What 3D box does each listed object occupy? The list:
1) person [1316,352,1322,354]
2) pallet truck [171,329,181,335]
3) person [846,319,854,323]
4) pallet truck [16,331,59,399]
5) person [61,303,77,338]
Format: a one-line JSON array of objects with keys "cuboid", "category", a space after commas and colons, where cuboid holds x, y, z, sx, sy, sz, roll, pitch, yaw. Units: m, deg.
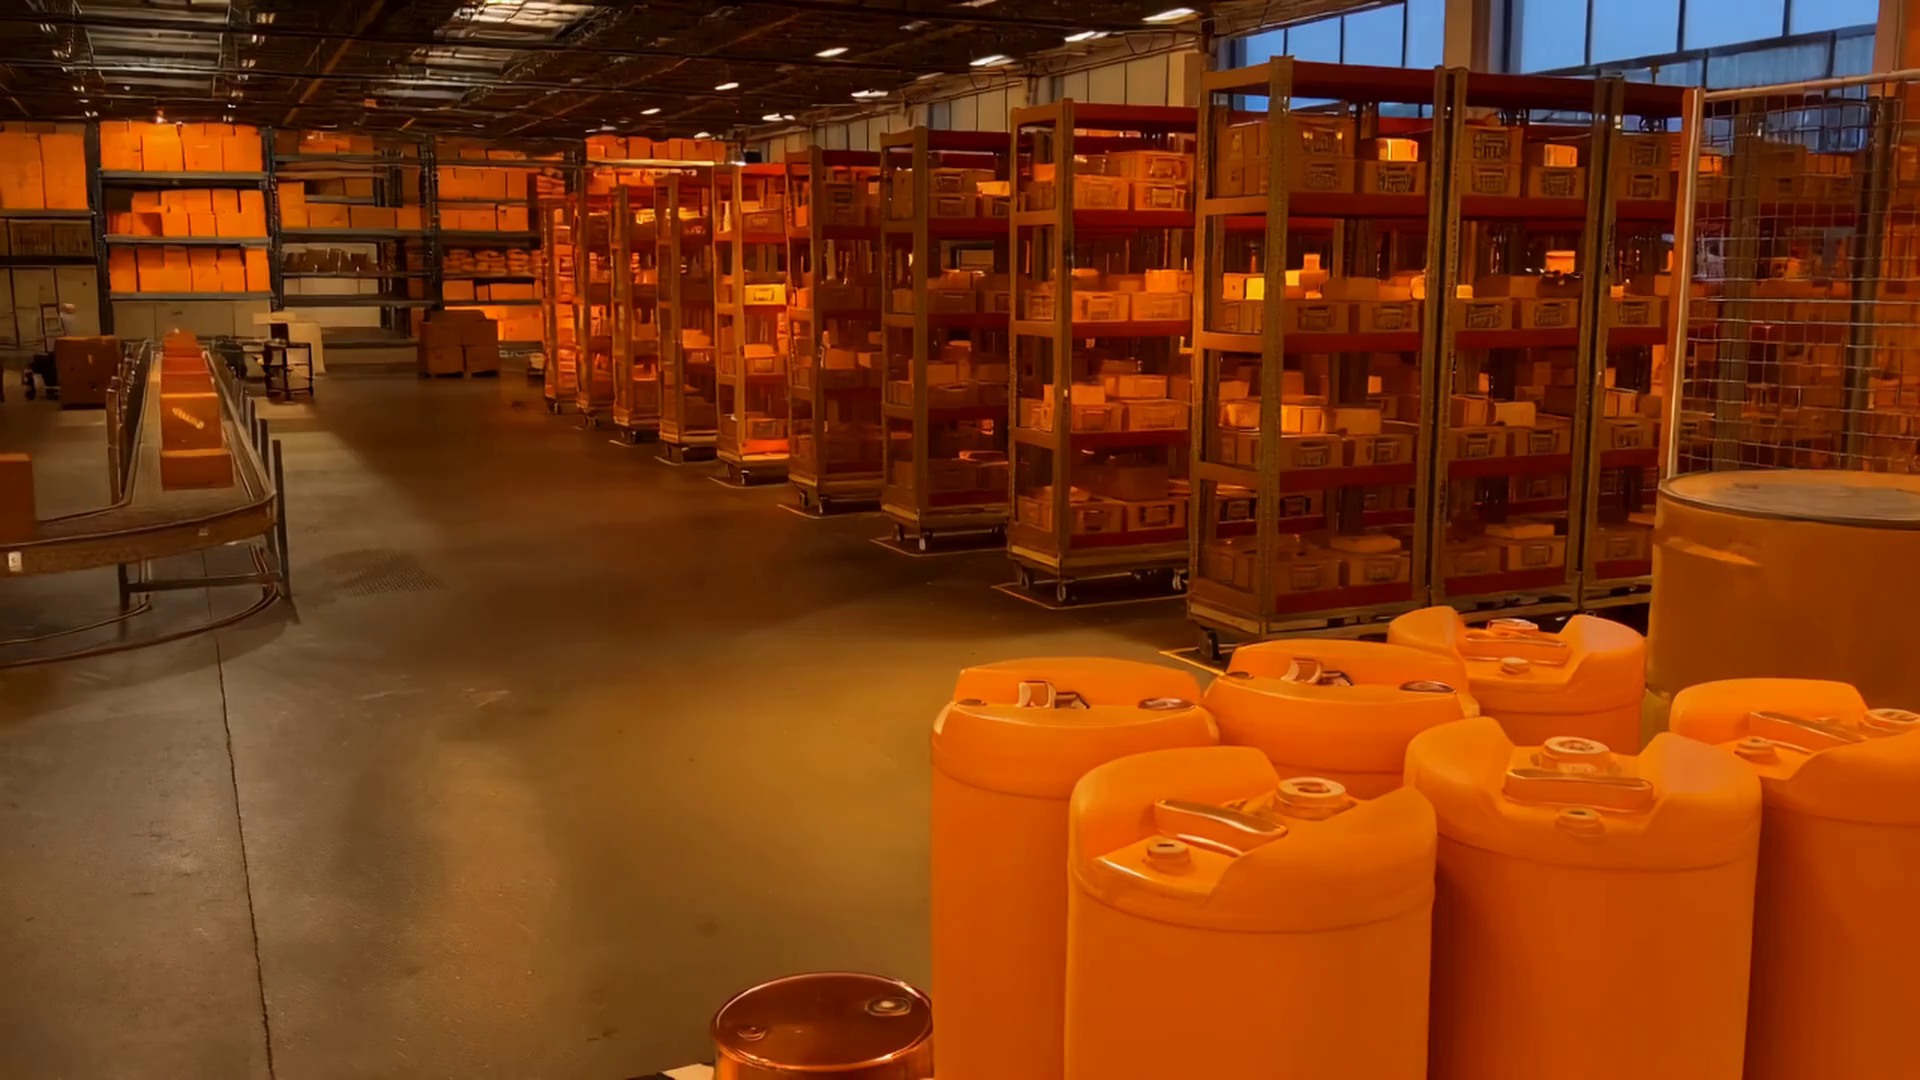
[{"cuboid": [4.540, -2.029, 22.097, 0.611, 1.784, 0.874, -4, 10, -25], "category": "person"}, {"cuboid": [-17.275, -3.851, 35.096, 1.601, 1.201, 0.680, 0, 9, 1], "category": "pallet truck"}, {"cuboid": [-2.823, -5.810, 45.126, 0.617, 1.922, 0.895, 2, 9, 13], "category": "person"}, {"cuboid": [-17.082, -3.353, 31.781, 1.630, 1.274, 0.653, -4, 10, -25], "category": "pallet truck"}, {"cuboid": [-18.972, -4.153, 35.358, 0.526, 1.750, 0.458, 8, 12, 40], "category": "person"}]
